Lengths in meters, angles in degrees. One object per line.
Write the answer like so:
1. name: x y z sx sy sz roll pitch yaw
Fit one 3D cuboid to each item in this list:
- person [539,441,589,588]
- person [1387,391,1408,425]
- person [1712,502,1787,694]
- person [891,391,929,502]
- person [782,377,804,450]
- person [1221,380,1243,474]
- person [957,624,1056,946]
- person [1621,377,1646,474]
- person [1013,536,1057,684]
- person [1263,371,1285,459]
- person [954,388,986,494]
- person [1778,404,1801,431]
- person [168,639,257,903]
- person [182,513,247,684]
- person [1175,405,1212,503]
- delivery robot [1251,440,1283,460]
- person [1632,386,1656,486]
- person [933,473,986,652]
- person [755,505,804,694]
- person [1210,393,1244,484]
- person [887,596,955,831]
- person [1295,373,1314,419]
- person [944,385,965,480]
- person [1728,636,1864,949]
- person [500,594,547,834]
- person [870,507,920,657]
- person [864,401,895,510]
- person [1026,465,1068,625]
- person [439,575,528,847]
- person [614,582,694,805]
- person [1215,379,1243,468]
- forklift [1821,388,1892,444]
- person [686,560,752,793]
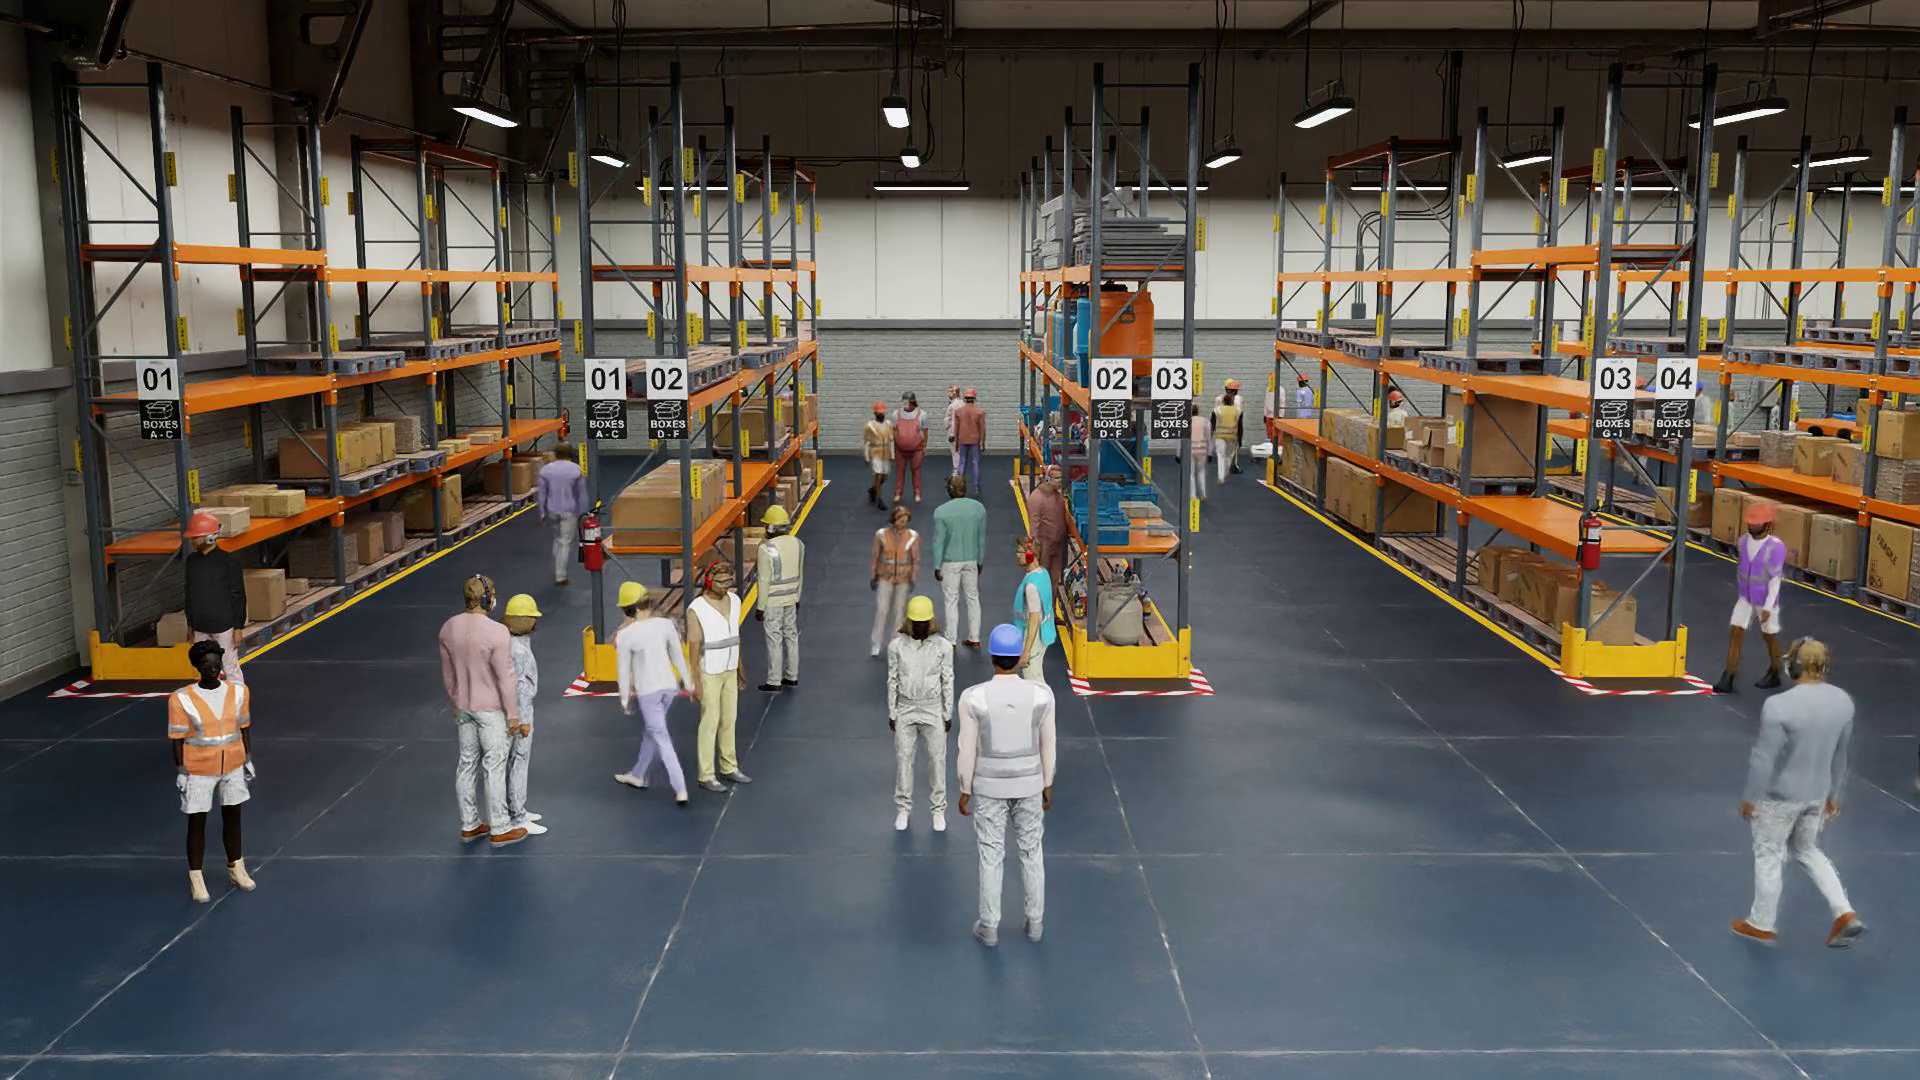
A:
1. person: -5.190 -0.347 21.878 0.630 1.887 0.872 2 9 11
2. person: 7.929 -1.718 30.339 0.383 1.996 0.609 7 12 40
3. person: 7.712 0.557 16.090 0.960 1.888 0.538 -5 10 -31
4. person: -0.918 -1.686 29.992 0.678 2.000 0.536 1 9 5
5. person: -3.658 -2.613 36.403 0.598 1.905 0.470 -6 10 -32
6. person: 5.651 -2.341 34.524 0.350 1.941 0.545 -6 11 -33
7. person: 0.279 1.468 9.996 0.605 1.949 0.400 -1 9 -9
8. person: 13.960 -2.360 34.388 0.440 2.027 0.620 1 9 6
9. person: 0.623 0.877 14.127 0.389 1.846 0.567 1 9 6
10. person: 7.009 -2.790 37.274 0.413 1.989 0.643 -5 10 -31
11. person: 0.186 -1.861 31.323 0.610 1.983 0.413 2 9 14
12. person: 14.778 -1.529 29.631 0.403 1.837 0.591 1 9 7
13. person: -4.827 1.475 10.763 0.318 1.697 0.533 8 12 43
14. person: -6.513 0.747 14.502 0.623 1.986 0.397 3 9 21
15. person: 4.167 -1.525 29.693 0.644 1.817 0.477 -1 9 -9
16. delivery robot: 6.680 -1.933 36.040 0.707 0.478 0.477 4 10 26
17. person: 13.400 -2.030 32.498 0.405 1.946 0.612 1 9 6
18. person: -0.009 0.247 17.921 0.629 1.933 0.364 -4 10 -26
19. person: -1.769 0.574 16.117 0.404 1.832 0.600 6 11 35
20. person: 5.249 -2.002 32.833 0.660 1.794 0.953 1 9 4
21. person: -0.284 1.255 12.058 0.486 1.738 0.321 1 9 5
22. person: 7.726 -2.801 37.524 0.547 1.928 0.379 -8 12 -41
23. person: -0.118 -2.164 33.479 0.409 1.913 0.642 1 9 9
24. person: 4.946 1.509 9.817 0.643 1.922 0.678 -3 9 -20
25. person: -3.172 1.250 12.063 0.318 1.741 0.492 -3 9 -20
26. person: -0.694 0.453 17.644 0.532 1.604 0.693 -1 9 -4
27. person: -1.453 -1.502 29.191 0.544 1.920 0.728 -5 10 -32
28. person: 1.029 0.078 19.117 0.401 1.900 0.644 6 11 35
29. person: -3.368 1.200 11.750 0.632 1.940 0.372 5 10 27
30. person: -2.343 1.161 12.773 0.899 1.697 0.568 8 12 42
31. person: 5.706 -2.462 35.345 0.594 1.926 0.366 2 9 10
32. forklift: 20.072 -3.110 36.462 1.873 2.768 1.129 0 9 0
33. person: -1.917 1.056 13.030 0.393 1.832 0.574 5 10 31
